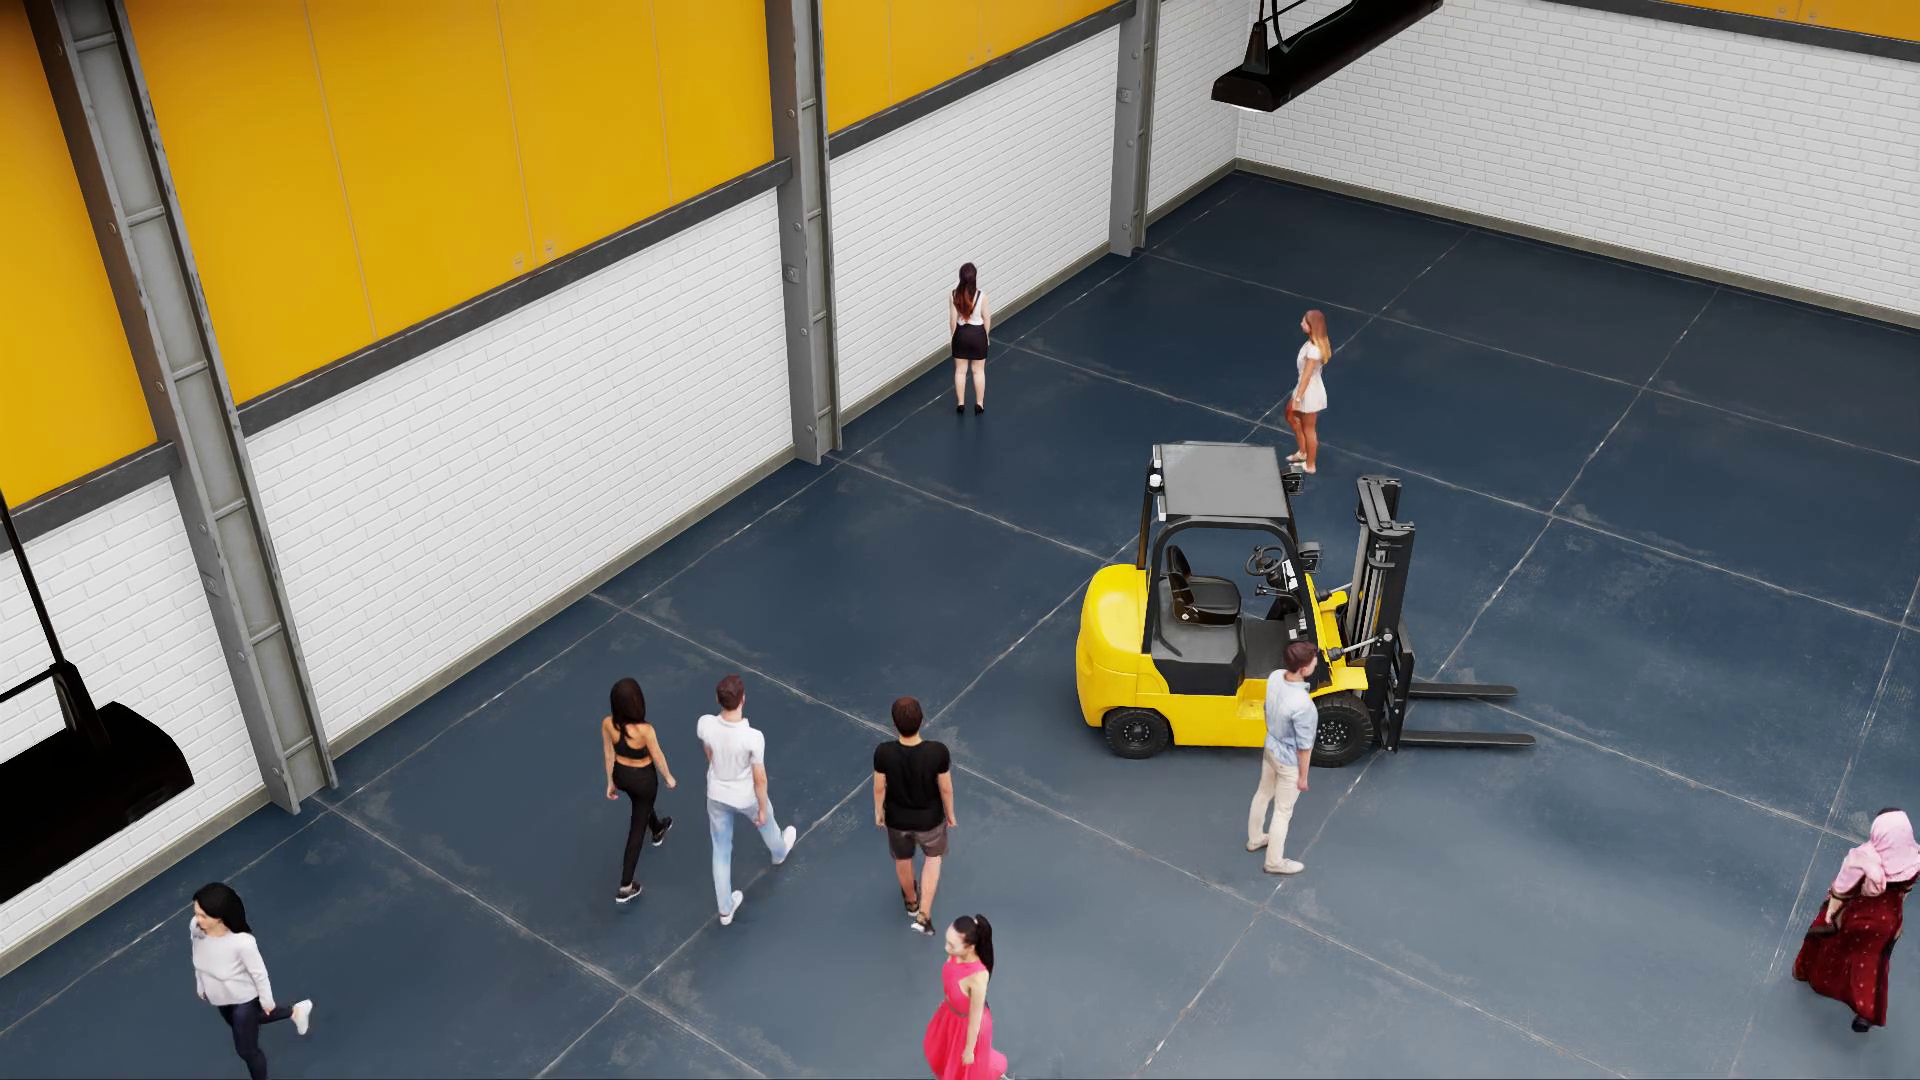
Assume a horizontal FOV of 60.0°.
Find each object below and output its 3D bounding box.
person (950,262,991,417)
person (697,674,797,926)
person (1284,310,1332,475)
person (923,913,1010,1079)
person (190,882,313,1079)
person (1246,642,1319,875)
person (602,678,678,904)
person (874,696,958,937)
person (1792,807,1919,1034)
[{"bbox_3d":[0.092,-1.996,16.566,0.633,1.652,0.659,2,34,3],"label":"person"},{"bbox_3d":[-1.502,1.736,10.807,0.893,1.811,1.191,9,35,13],"label":"person"},{"bbox_3d":[3.359,-1.364,15.586,0.730,1.684,0.657,7,34,11],"label":"person"},{"bbox_3d":[0.094,2.718,9.418,0.883,1.716,0.814,-12,35,-17],"label":"person"},{"bbox_3d":[-4.131,2.570,9.668,0.717,1.684,1.007,15,36,21],"label":"person"},{"bbox_3d":[2.184,1.445,11.214,0.744,1.847,0.726,-11,35,-15],"label":"person"},{"bbox_3d":[-2.197,1.684,11.078,0.782,1.600,1.171,11,35,16],"label":"person"},{"bbox_3d":[-0.295,1.810,10.660,0.971,1.852,1.074,1,34,1],"label":"person"},{"bbox_3d":[5.529,2.313,10.113,0.916,1.620,1.042,3,34,5],"label":"person"}]
